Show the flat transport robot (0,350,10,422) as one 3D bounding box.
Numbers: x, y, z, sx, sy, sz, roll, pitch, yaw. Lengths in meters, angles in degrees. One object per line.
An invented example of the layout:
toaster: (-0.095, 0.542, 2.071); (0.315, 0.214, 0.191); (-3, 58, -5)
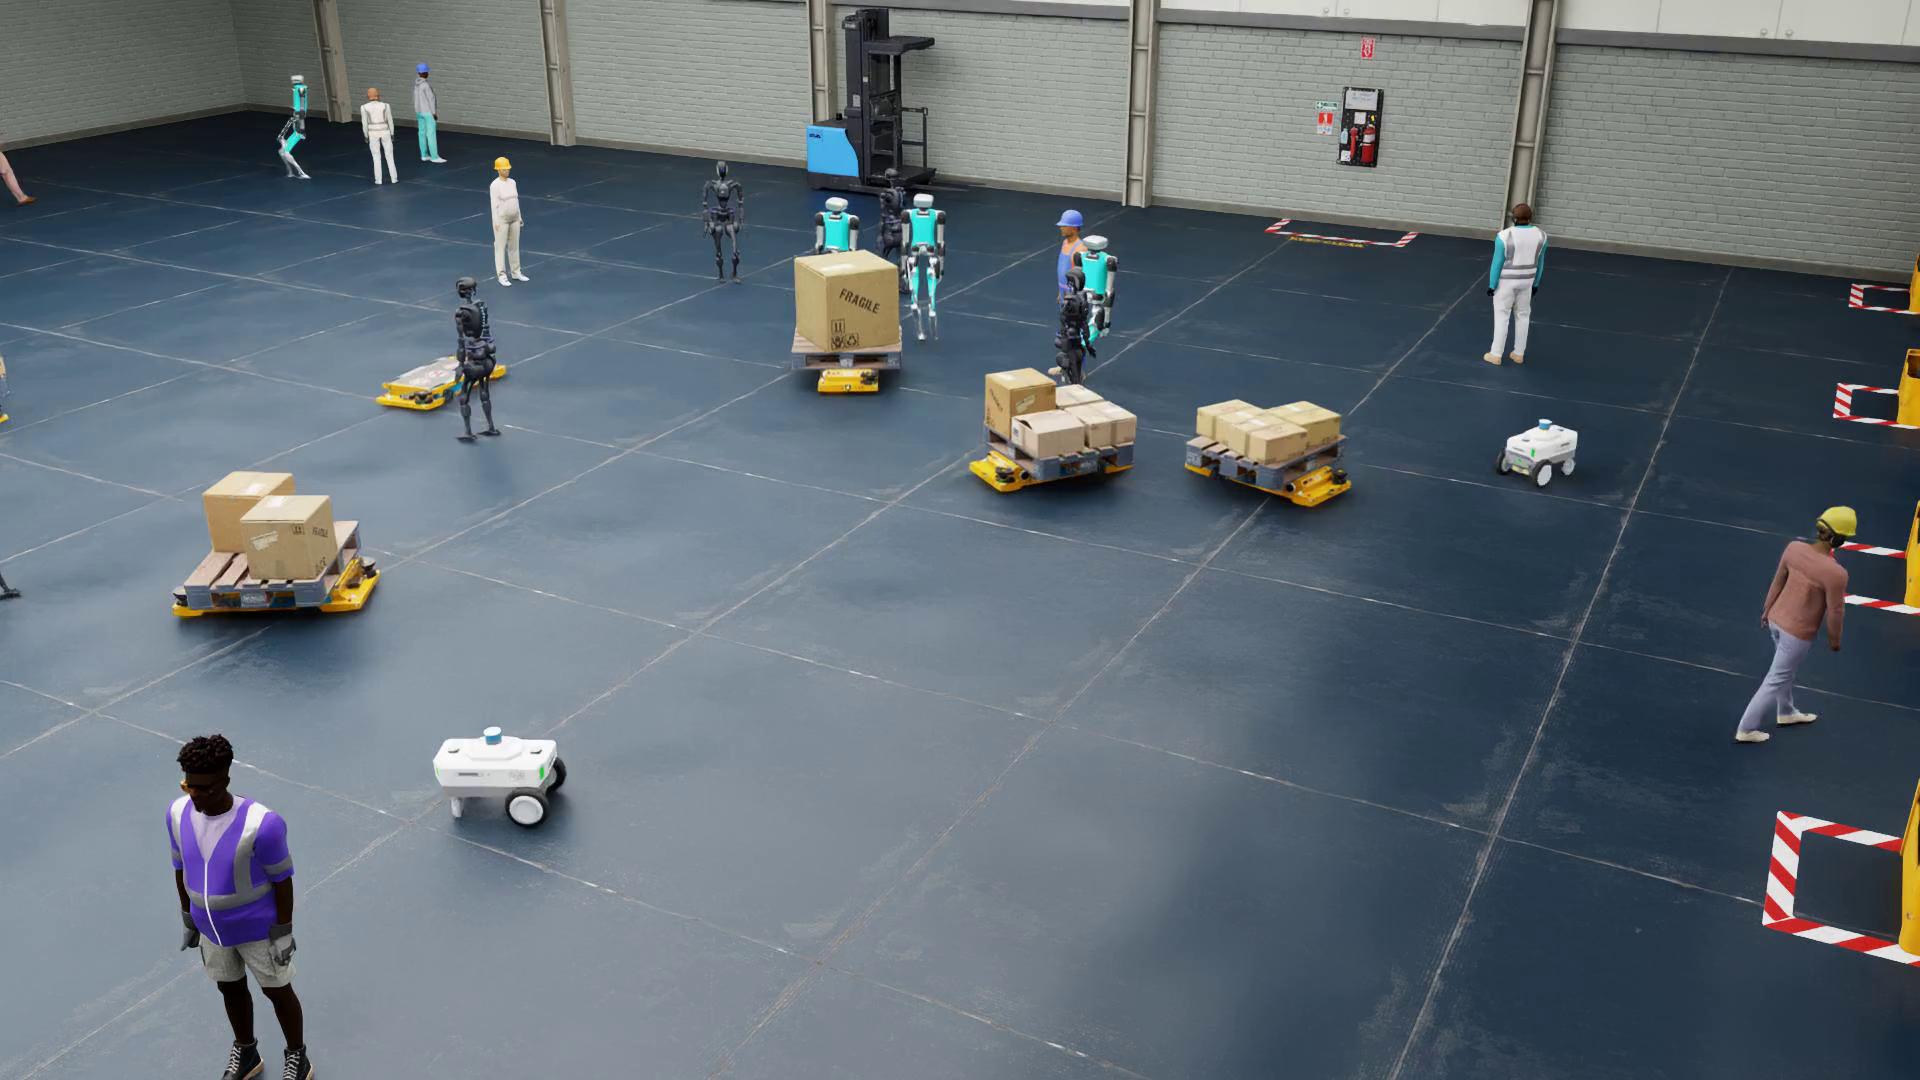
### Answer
flat transport robot: (-10.642, -1.279, 17.141); (1.431, 0.231, 0.659); (7, 24, 15)

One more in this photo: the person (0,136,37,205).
person: (-15.590, -6.221, 26.655); (0.657, 1.834, 1.088); (12, 26, 26)

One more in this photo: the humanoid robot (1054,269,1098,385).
humanoid robot: (1.168, -1.953, 16.927); (0.332, 1.653, 0.600); (13, 26, 28)

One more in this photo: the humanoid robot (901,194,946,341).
humanoid robot: (-0.437, -3.117, 19.587); (0.531, 1.802, 0.779); (0, 23, 0)

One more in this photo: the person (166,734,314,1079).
person: (-3.406, 1.795, 7.837); (0.605, 1.966, 0.368); (5, 24, 10)

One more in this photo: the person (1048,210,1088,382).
person: (1.232, -2.693, 18.356); (0.374, 1.909, 0.514); (-9, 25, -20)

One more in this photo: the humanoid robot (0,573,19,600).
humanoid robot: (-7.730, -0.209, 12.872); (0.600, 1.640, 0.573); (20, 30, 38)

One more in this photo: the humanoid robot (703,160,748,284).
humanoid robot: (-3.161, -4.259, 22.286); (0.603, 1.649, 0.379); (-6, 24, -14)

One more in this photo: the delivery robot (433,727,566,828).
delivery robot: (-2.882, 1.447, 10.419); (0.740, 0.585, 0.523); (0, 23, 1)

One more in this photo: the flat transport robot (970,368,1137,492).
flat transport robot: (0.897, -0.736, 15.877); (1.431, 0.231, 0.659); (-11, 26, -24)

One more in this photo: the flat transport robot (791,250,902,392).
flat transport robot: (-1.258, -1.967, 18.743); (0.659, 0.231, 1.431); (-1, 23, -2)

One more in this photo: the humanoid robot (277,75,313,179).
humanoid robot: (-11.714, -7.161, 29.008); (0.795, 1.797, 0.531); (-12, 26, -27)

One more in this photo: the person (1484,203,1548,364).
person: (6.310, -2.919, 18.970); (0.629, 1.840, 0.429); (-4, 24, -9)

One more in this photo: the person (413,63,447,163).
person: (-9.769, -7.809, 30.434); (0.525, 1.777, 0.361); (18, 29, 36)

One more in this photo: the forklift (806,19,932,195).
forklift: (-1.573, -7.292, 27.850); (1.873, 2.768, 1.129); (12, 26, 25)

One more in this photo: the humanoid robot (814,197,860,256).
humanoid robot: (-1.501, -3.022, 19.430); (0.554, 1.864, 0.721); (6, 24, 14)

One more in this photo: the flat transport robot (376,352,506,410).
flat transport robot: (-5.673, -1.738, 18.210); (0.659, 0.231, 1.431); (8, 25, 19)

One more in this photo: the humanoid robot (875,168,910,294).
humanoid robot: (-0.862, -4.045, 21.794); (0.357, 1.644, 0.593); (15, 27, 31)

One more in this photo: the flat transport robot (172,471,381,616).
flat transport robot: (-5.448, 0.378, 13.284); (1.431, 0.231, 0.659); (-2, 23, -4)

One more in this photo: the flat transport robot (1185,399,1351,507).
flat transport robot: (2.889, -0.653, 15.682); (1.431, 0.231, 0.659); (21, 31, 40)

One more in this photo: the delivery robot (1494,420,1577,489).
delivery robot: (5.483, -0.834, 15.754); (0.781, 0.605, 0.499); (-16, 28, -32)

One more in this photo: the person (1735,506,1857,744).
person: (5.595, 0.577, 10.982); (0.745, 1.727, 0.545); (-4, 24, -10)

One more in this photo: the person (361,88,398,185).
person: (-9.972, -6.936, 28.571); (0.511, 1.639, 0.307); (-10, 25, -22)

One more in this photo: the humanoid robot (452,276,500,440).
humanoid robot: (-4.860, -1.824, 16.614); (0.374, 1.648, 0.612); (6, 24, 14)

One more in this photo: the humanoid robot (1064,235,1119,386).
humanoid robot: (1.284, -2.246, 17.686); (0.530, 1.877, 0.803); (16, 28, 33)

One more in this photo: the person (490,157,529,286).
person: (-6.080, -4.285, 22.327); (0.324, 1.698, 0.474); (15, 27, 31)
